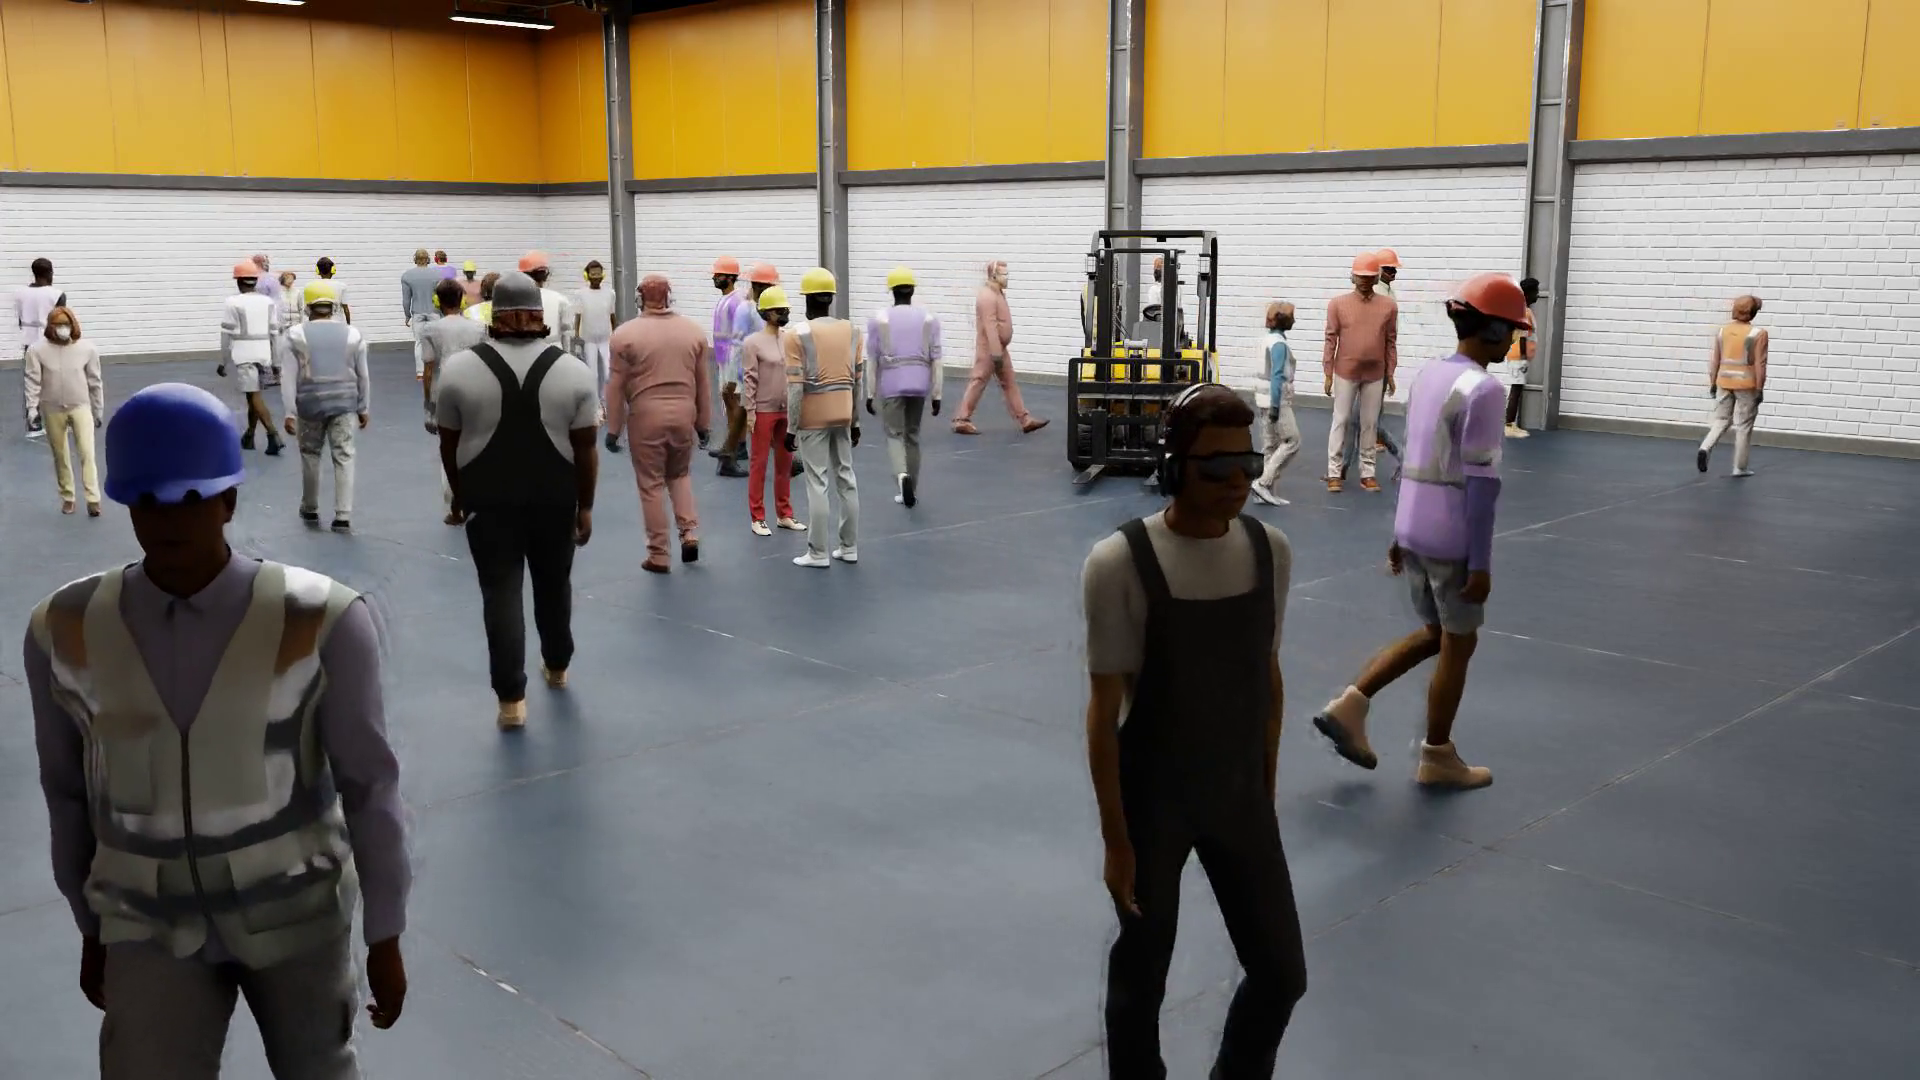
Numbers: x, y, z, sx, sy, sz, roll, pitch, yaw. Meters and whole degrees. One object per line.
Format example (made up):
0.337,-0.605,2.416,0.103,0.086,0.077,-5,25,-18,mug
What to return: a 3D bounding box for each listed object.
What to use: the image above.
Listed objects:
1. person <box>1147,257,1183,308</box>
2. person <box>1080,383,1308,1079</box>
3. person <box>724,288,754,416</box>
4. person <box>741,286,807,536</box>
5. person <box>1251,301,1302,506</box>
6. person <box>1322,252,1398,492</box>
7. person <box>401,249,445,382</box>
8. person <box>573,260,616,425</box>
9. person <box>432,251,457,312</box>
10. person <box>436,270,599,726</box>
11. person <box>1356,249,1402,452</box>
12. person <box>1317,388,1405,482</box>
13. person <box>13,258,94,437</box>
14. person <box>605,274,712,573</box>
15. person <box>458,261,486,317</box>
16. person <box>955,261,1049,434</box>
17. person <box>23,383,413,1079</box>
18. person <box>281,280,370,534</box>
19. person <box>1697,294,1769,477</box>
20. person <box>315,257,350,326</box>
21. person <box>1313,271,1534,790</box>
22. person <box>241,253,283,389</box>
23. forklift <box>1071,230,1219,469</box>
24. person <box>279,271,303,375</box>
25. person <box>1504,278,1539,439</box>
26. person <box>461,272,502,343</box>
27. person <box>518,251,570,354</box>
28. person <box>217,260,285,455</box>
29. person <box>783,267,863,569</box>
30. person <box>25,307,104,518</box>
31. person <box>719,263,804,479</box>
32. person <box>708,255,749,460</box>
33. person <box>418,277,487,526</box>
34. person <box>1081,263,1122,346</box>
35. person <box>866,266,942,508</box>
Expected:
2.319,-2.289,19.052,0.339,1.882,0.584,9,14,41,person
0.495,0.581,3.548,0.505,1.829,0.531,-3,11,-18,person
-2.279,-2.052,18.463,0.649,1.612,0.509,4,11,20,person
-1.324,-0.921,11.910,0.525,1.772,0.306,-10,14,-44,person
2.495,-1.057,13.046,0.367,1.629,0.520,0,10,-2,person
3.330,-1.386,13.831,0.619,1.990,0.395,0,10,-2,person
-7.809,-3.278,24.306,0.627,1.937,0.372,-2,11,-13,person
-4.099,-2.217,18.761,0.524,1.843,0.408,-5,11,-24,person
-9.595,-4.444,30.908,0.564,1.846,0.390,-10,15,-44,person
-1.974,-0.242,7.462,0.685,2.000,1.000,-3,11,-18,person
4.172,-1.884,16.538,0.378,1.996,0.610,8,13,38,person
3.555,-1.275,14.334,0.802,1.599,0.517,1,10,8,person
-9.809,-2.081,17.939,0.618,1.873,0.957,1,10,3,person
-1.913,-0.734,10.568,0.665,1.890,0.438,-7,13,-34,person
-7.831,-3.598,26.638,0.545,1.718,0.900,-2,11,-9,person
0.412,-2.037,17.769,1.011,1.850,0.673,3,11,15,person
-1.306,0.651,3.017,0.625,1.898,1.022,-2,11,-11,person
-4.627,-0.974,12.094,0.624,1.799,0.849,-6,12,-31,person
6.801,-1.344,14.604,0.554,1.620,0.526,-7,12,-33,person
-7.858,-2.591,20.768,0.517,1.862,0.327,-4,11,-20,person
1.807,-0.013,6.334,0.685,2.009,0.615,-2,11,-8,person
-9.768,-3.064,23.284,0.685,1.906,0.625,4,11,21,person
1.804,-1.825,15.677,1.214,2.155,2.313,2,11,13,forklift
-10.199,-3.263,25.146,0.524,1.600,0.820,-10,14,-44,person
5.928,-1.916,17.559,0.321,1.689,0.530,3,11,18,person
-3.935,-1.334,14.018,0.646,1.813,0.760,-8,13,-36,person
-3.769,-1.578,14.895,0.629,1.986,1.079,-9,14,-42,person
-6.913,-1.789,16.293,0.963,1.903,0.543,6,12,31,person
-0.888,-0.778,10.694,0.589,1.927,0.388,-9,13,-39,person
-6.740,-0.947,12.545,0.518,1.591,0.856,-5,12,-26,person
-1.704,-1.457,14.506,1.015,1.876,0.558,4,11,19,person
-2.205,-1.724,15.818,0.354,1.942,0.545,-4,11,-23,person
-3.604,-0.973,12.025,0.532,1.841,0.721,-6,12,-30,person
1.755,-2.498,20.315,0.429,1.840,0.633,-8,13,-36,person
-0.409,-1.168,12.916,0.614,1.897,0.737,-3,11,-18,person
